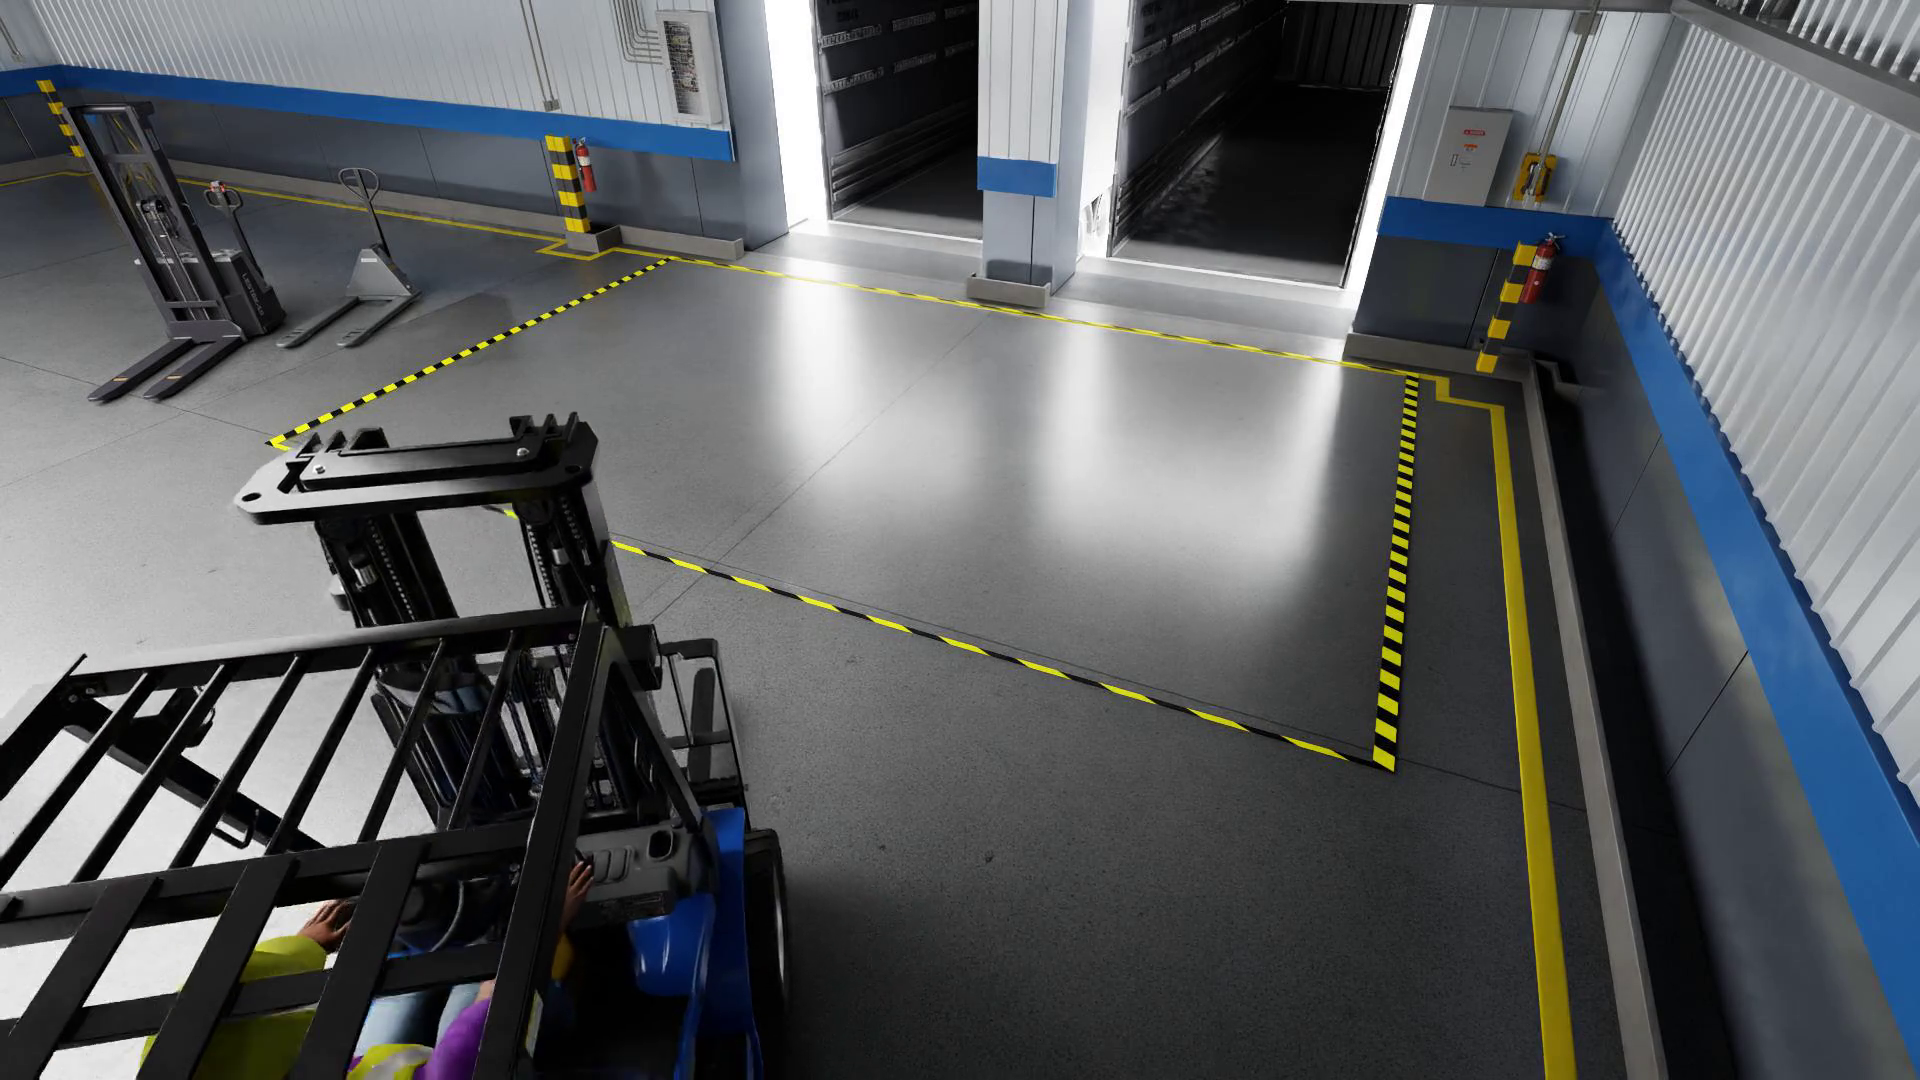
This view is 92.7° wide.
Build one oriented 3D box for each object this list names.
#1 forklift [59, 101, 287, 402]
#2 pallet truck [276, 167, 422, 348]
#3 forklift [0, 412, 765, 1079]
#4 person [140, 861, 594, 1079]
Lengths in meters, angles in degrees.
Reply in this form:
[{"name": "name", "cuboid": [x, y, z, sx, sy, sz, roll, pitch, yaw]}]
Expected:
[{"name": "forklift", "cuboid": [-6.686, -2.387, 7.434, 0.823, 1.965, 1.885, -3, 35, -5]}, {"name": "pallet truck", "cuboid": [-5.732, -2.611, 8.414, 0.680, 1.201, 1.601, -1, 35, -1]}, {"name": "forklift", "cuboid": [-1.130, 1.184, 2.017, 1.157, 2.036, 2.680, -6, 35, -8]}, {"name": "person", "cuboid": [-1.134, 0.996, 1.959, 0.635, 1.293, 1.004, -6, 35, -8]}]
